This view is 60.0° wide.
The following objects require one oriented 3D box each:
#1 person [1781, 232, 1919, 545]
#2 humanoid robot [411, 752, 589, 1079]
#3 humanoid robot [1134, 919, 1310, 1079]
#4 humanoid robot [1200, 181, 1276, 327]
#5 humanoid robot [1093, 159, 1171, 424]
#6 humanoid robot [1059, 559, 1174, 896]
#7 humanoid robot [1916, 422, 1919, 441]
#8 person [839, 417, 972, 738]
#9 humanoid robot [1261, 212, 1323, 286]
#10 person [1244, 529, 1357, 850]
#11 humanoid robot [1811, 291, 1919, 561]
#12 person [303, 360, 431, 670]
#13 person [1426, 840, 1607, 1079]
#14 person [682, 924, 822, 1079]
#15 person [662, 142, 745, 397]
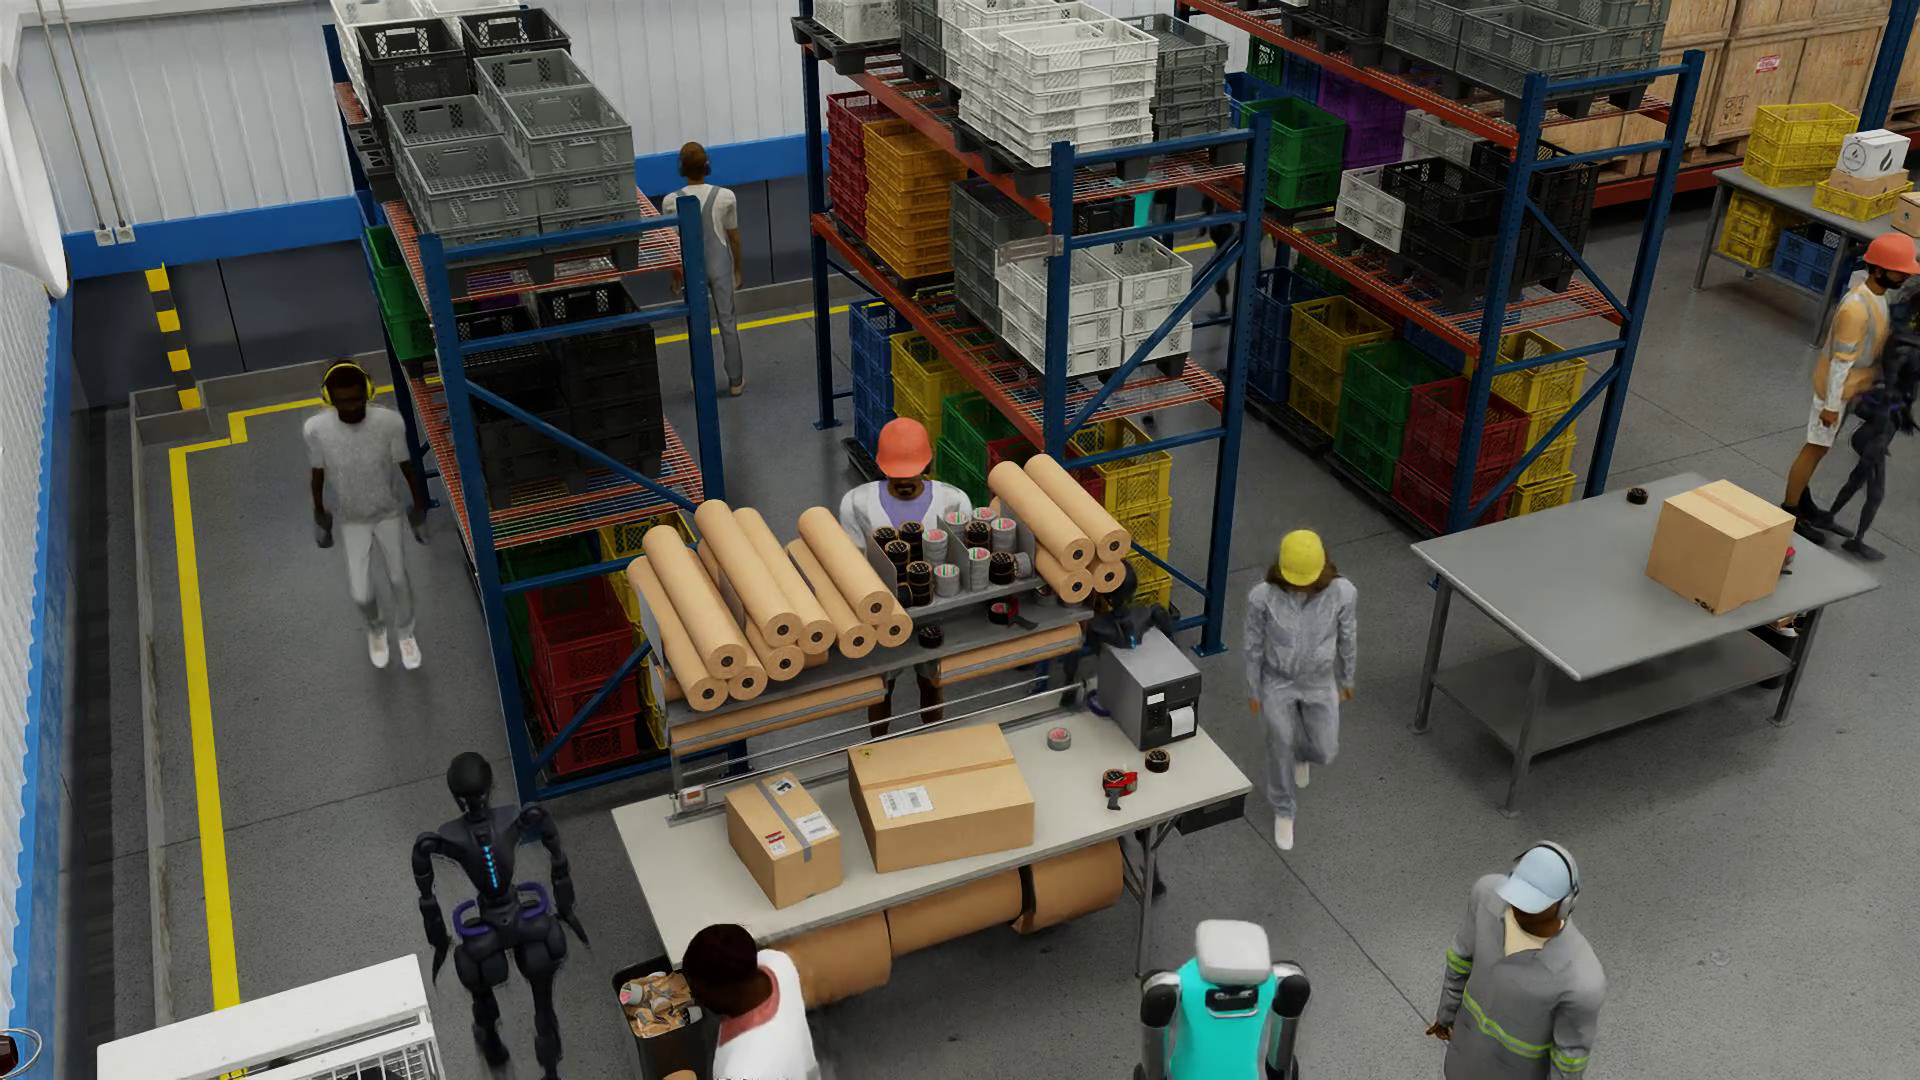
[{"bbox_3d":[5.255,-0.906,9.851,0.377,1.937,0.545,23,38,32],"label":"person"},{"bbox_3d":[-1.729,1.447,6.293,0.588,1.633,0.646,-14,34,-21],"label":"humanoid robot"},{"bbox_3d":[0.841,2.055,5.259,0.538,1.747,1.019,-3,32,-6],"label":"humanoid robot"},{"bbox_3d":[2.102,-2.398,12.529,0.609,1.643,0.451,13,34,20],"label":"humanoid robot"},{"bbox_3d":[1.194,-1.630,11.284,0.556,1.855,0.853,-6,32,-9],"label":"humanoid robot"},{"bbox_3d":[0.702,0.782,7.397,0.602,1.624,0.770,-12,34,-18],"label":"humanoid robot"},{"bbox_3d":[6.210,-0.989,10.128,0.531,1.734,0.758,-7,32,-12],"label":"humanoid robot"},{"bbox_3d":[-0.245,0.351,7.712,0.606,2.044,0.370,-3,32,-5],"label":"person"},{"bbox_3d":[2.695,-2.915,13.345,0.983,1.785,0.561,21,37,30],"label":"humanoid robot"},{"bbox_3d":[1.523,0.633,7.559,0.528,1.707,0.519,0,32,0],"label":"person"},{"bbox_3d":[5.471,-0.700,9.774,0.511,1.645,0.588,26,40,35],"label":"humanoid robot"},{"bbox_3d":[-3.056,-0.101,8.620,0.575,1.849,0.486,-11,33,-18],"label":"person"},{"bbox_3d":[1.819,1.742,5.631,0.371,1.852,0.588,-15,35,-23],"label":"person"},{"bbox_3d":[-0.654,1.929,5.321,0.972,1.855,0.586,-2,32,-3],"label":"person"},{"bbox_3d":[-1.749,-1.827,11.441,0.503,1.840,0.346,-7,32,-12],"label":"person"}]
